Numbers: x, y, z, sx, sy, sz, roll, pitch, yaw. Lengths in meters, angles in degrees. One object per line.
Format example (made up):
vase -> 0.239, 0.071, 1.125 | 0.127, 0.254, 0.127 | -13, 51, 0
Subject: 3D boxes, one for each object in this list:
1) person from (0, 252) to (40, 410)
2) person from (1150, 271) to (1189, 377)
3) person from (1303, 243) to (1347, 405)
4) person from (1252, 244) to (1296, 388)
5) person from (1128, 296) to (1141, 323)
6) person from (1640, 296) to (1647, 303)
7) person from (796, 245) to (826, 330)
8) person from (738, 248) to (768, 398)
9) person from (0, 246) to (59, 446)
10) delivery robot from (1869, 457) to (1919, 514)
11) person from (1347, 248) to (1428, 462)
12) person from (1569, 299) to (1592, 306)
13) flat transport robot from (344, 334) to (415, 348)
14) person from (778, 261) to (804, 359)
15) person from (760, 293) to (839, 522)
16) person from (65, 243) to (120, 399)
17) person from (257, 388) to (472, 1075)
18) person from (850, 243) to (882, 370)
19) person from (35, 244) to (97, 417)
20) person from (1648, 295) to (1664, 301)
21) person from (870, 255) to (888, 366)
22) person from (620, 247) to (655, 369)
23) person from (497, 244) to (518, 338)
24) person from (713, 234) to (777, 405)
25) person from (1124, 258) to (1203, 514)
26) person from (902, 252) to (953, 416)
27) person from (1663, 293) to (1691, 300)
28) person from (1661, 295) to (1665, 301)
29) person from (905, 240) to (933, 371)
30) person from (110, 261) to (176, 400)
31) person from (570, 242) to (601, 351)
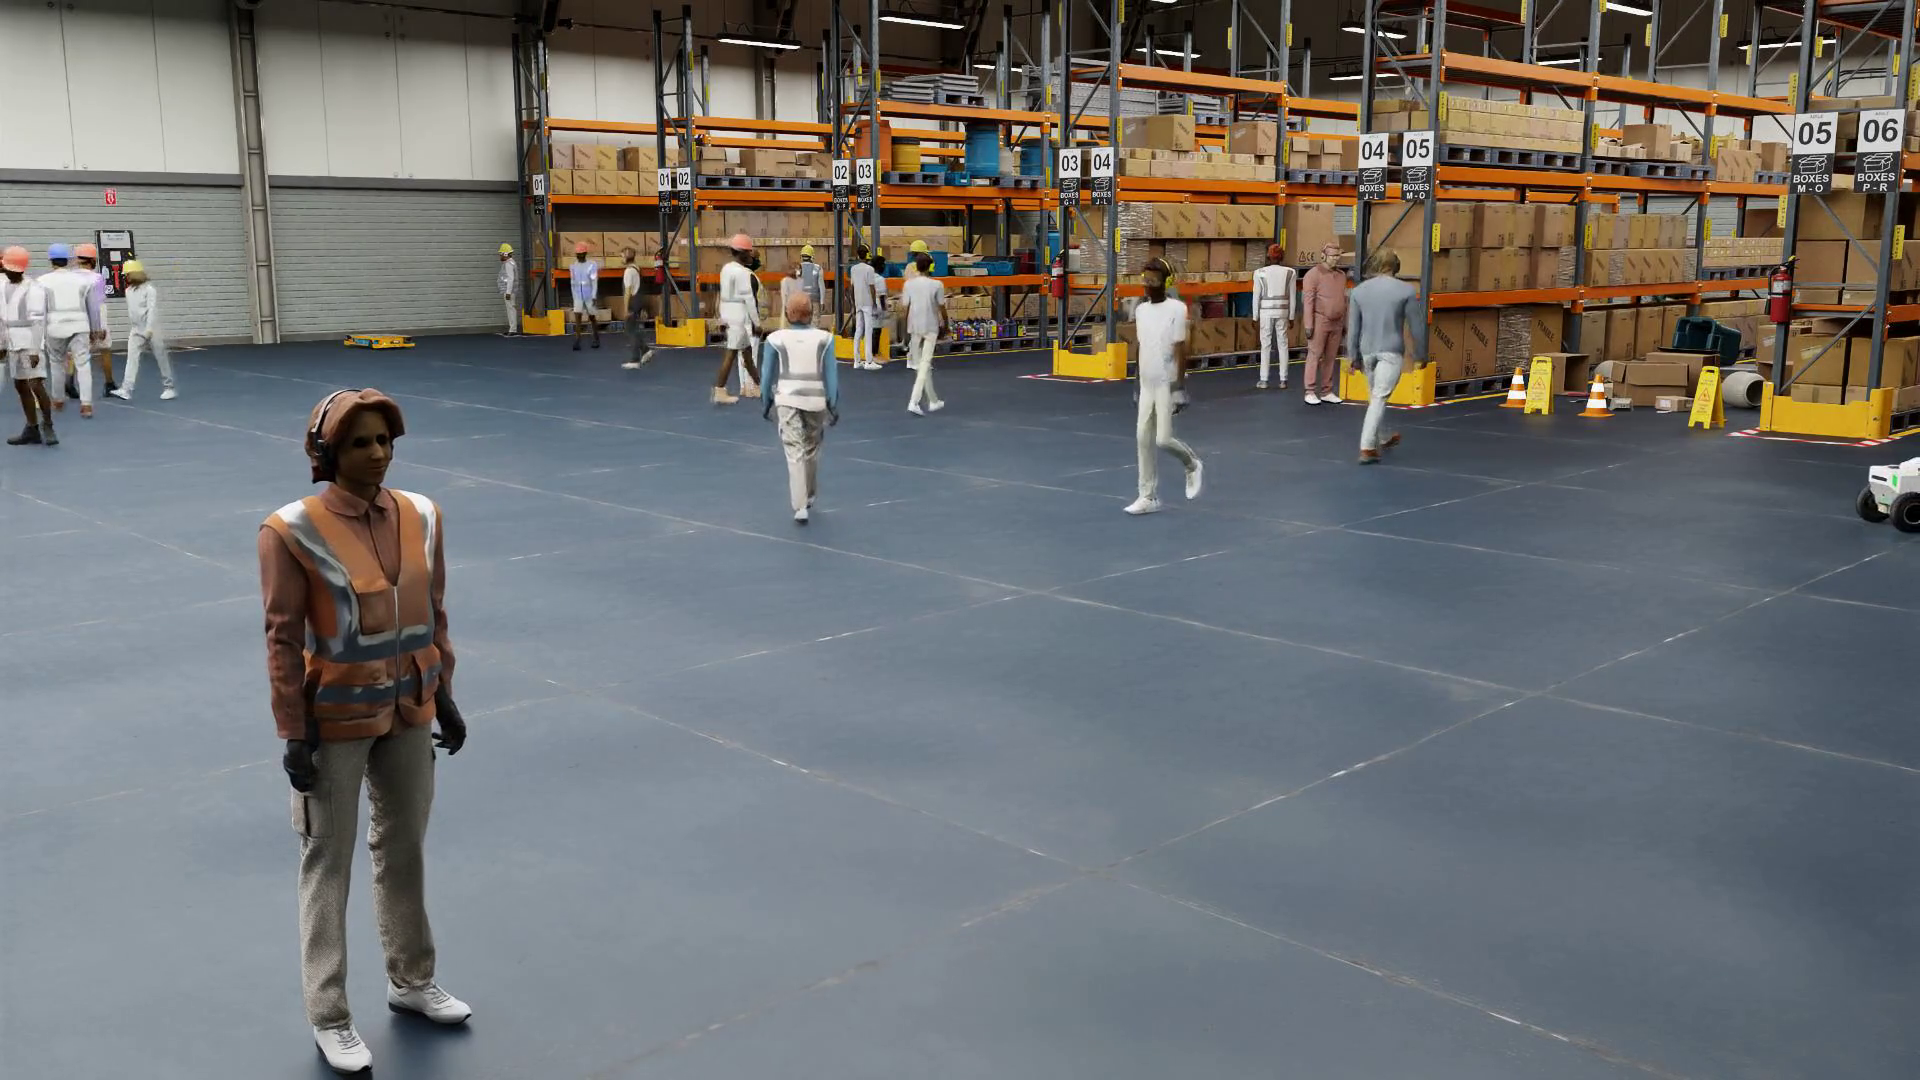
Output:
person -> -10.961, -2.395, 19.135 | 0.963, 1.796, 0.618 | 7, 13, 34
person -> 2.823, -3.007, 23.079 | 0.890, 1.585, 0.521 | -6, 12, -28
person -> 4.377, -2.572, 19.827 | 0.652, 1.904, 0.402 | -7, 12, -32
person -> 4.130, -2.944, 21.916 | 0.574, 1.882, 0.358 | 0, 10, -1
person -> 3.955, -5.681, 36.801 | 0.658, 1.892, 0.957 | 8, 13, 37
person -> 15.798, -5.998, 38.704 | 0.600, 1.831, 0.404 | -4, 11, -20
person -> -2.542, -4.029, 27.966 | 0.589, 1.833, 0.404 | 1, 10, 8
person -> -2.613, -2.725, 20.827 | 0.429, 1.845, 0.620 | -4, 11, -19
person -> -8.948, -1.839, 15.876 | 0.619, 1.896, 0.417 | 5, 11, 25
delivery robot -> 6.712, -0.400, 11.523 | 0.707, 0.478, 0.477 | 0, 10, -2
person -> 3.831, -1.666, 14.952 | 0.653, 1.881, 1.037 | 9, 14, 42
person -> 11.633, -4.726, 31.180 | 0.615, 2.044, 0.369 | 9, 14, 41
flat transport robot -> -10.478, -3.596, 29.983 | 0.652, 0.197, 1.431 | -10, 14, -44
person -> -2.719, -3.696, 26.825 | 0.510, 1.591, 0.865 | -10, 15, -44
person -> -1.148, -0.954, 11.830 | 0.538, 1.585, 0.851 | -2, 11, -12
person -> -10.763, -2.699, 20.507 | 0.543, 1.912, 0.899 | 1, 10, 4
person -> -1.449, 0.448, 4.077 | 0.309, 1.641, 0.513 | 7, 12, 33
person -> -1.427, -3.515, 25.048 | 0.521, 1.876, 0.325 | 9, 14, 40
person -> -9.995, -2.345, 18.600 | 0.642, 1.886, 1.007 | -8, 13, -38
person -> 14.349, -5.157, 34.309 | 0.546, 1.751, 0.449 | -10, 15, -44
person -> -1.275, -3.566, 25.825 | 0.317, 1.695, 0.540 | -3, 11, -18
person -> -4.944, -3.498, 25.096 | 0.430, 1.833, 0.521 | 0, 10, 1
person -> -8.925, -4.924, 32.845 | 0.404, 1.830, 0.603 | -2, 11, -12
person -> -2.528, -2.624, 19.836 | 0.998, 1.995, 0.642 | -5, 12, -27
person -> 1.492, -1.121, 12.073 | 0.623, 1.848, 0.531 | -9, 14, -40
person -> -0.402, -2.332, 18.772 | 0.505, 1.823, 1.015 | 5, 12, 27
person -> 12.366, -4.195, 28.594 | 1.038, 1.952, 0.623 | -9, 14, -40
person -> 15.586, -5.719, 36.732 | 0.536, 2.000, 0.680 | -2, 11, -9
person -> -0.630, -3.493, 24.787 | 0.370, 1.927, 0.588 | -4, 11, -19
person -> -9.943, -2.531, 20.181 | 0.492, 1.686, 0.940 | 3, 11, 14
person -> -6.631, -4.327, 29.462 | 0.537, 1.895, 0.992 | 1, 10, 7
